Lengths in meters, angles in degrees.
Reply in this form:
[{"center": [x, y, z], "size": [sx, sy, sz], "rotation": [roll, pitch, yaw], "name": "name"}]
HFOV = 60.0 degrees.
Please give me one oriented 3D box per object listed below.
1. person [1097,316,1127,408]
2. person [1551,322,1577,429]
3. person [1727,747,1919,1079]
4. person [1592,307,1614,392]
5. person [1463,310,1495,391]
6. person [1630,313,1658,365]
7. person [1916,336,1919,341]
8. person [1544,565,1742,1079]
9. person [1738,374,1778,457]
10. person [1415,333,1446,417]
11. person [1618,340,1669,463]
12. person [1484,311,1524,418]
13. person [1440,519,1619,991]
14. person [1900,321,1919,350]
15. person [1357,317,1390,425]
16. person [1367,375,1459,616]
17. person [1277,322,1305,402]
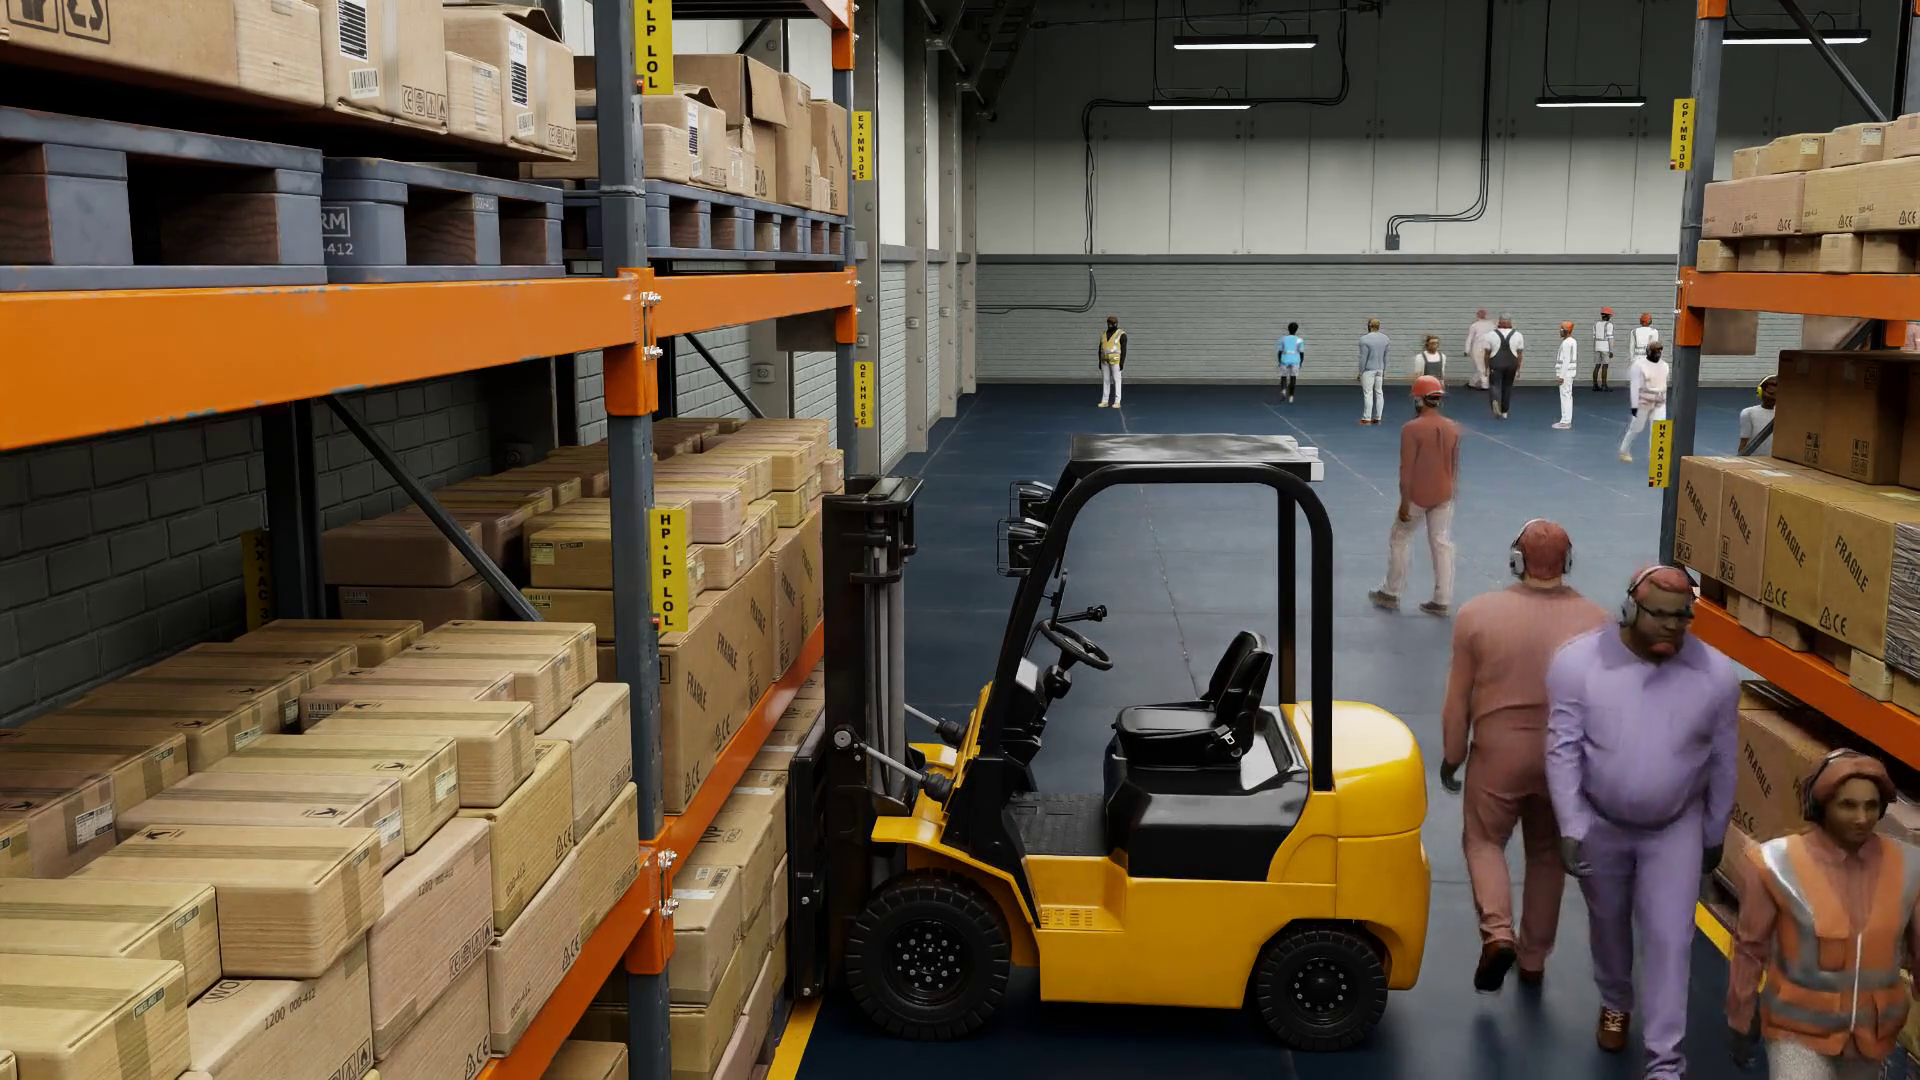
[{"center": [3.055, -3.589, 33.589], "size": [0.626, 1.846, 0.429], "rotation": [7, 12, 36], "name": "person"}, {"center": [10.665, -2.901, 29.294], "size": [0.340, 1.882, 0.585], "rotation": [6, 11, 31], "name": "person"}, {"center": [2.359, 1.336, 4.488], "size": [0.525, 1.589, 0.860], "rotation": [0, 9, 2], "name": "person"}, {"center": [14.637, -4.332, 37.808], "size": [0.358, 1.937, 0.544], "rotation": [-5, 10, -26], "name": "person"}, {"center": [11.923, -4.365, 38.253], "size": [0.669, 1.851, 0.989], "rotation": [-4, 10, -21], "name": "person"}, {"center": [14.065, -3.709, 34.193], "size": [0.576, 1.883, 0.355], "rotation": [8, 12, 41], "name": "person"}, {"center": [14.435, -2.181, 24.703], "size": [1.085, 1.976, 0.636], "rotation": [4, 10, 25], "name": "person"}, {"center": [2.338, 1.002, 5.746], "size": [0.635, 1.846, 1.025], "rotation": [4, 10, 21], "name": "person"}, {"center": [7.457, -0.605, 15.448], "size": [0.521, 1.865, 0.328], "rotation": [-2, 10, -13], "name": "person"}, {"center": [7.233, -2.277, 25.671], "size": [0.504, 1.834, 0.469], "rotation": [-2, 10, -11], "name": "person"}, {"center": [9.843, -1.960, 23.851], "size": [0.626, 1.816, 0.908], "rotation": [-2, 10, -12], "name": "person"}, {"center": [10.191, -3.293, 31.195], "size": [0.692, 2.000, 0.729], "rotation": [2, 10, 13], "name": "person"}, {"center": [2.224, 0.862, 6.477], "size": [0.665, 1.885, 0.565], "rotation": [2, 10, 10], "name": "person"}, {"center": [20.146, -3.896, 35.259], "size": [0.401, 1.906, 0.651], "rotation": [-2, 10, -12], "name": "person"}, {"center": [7.405, -3.025, 29.882], "size": [0.630, 1.940, 0.372], "rotation": [-5, 11, -27], "name": "person"}, {"center": [3.781, -0.385, 13.807], "size": [0.644, 1.958, 0.863], "rotation": [-4, 10, -25], "name": "person"}, {"center": [6.930, -3.718, 34.834], "size": [0.562, 1.682, 0.365], "rotation": [3, 10, 18], "name": "person"}]
